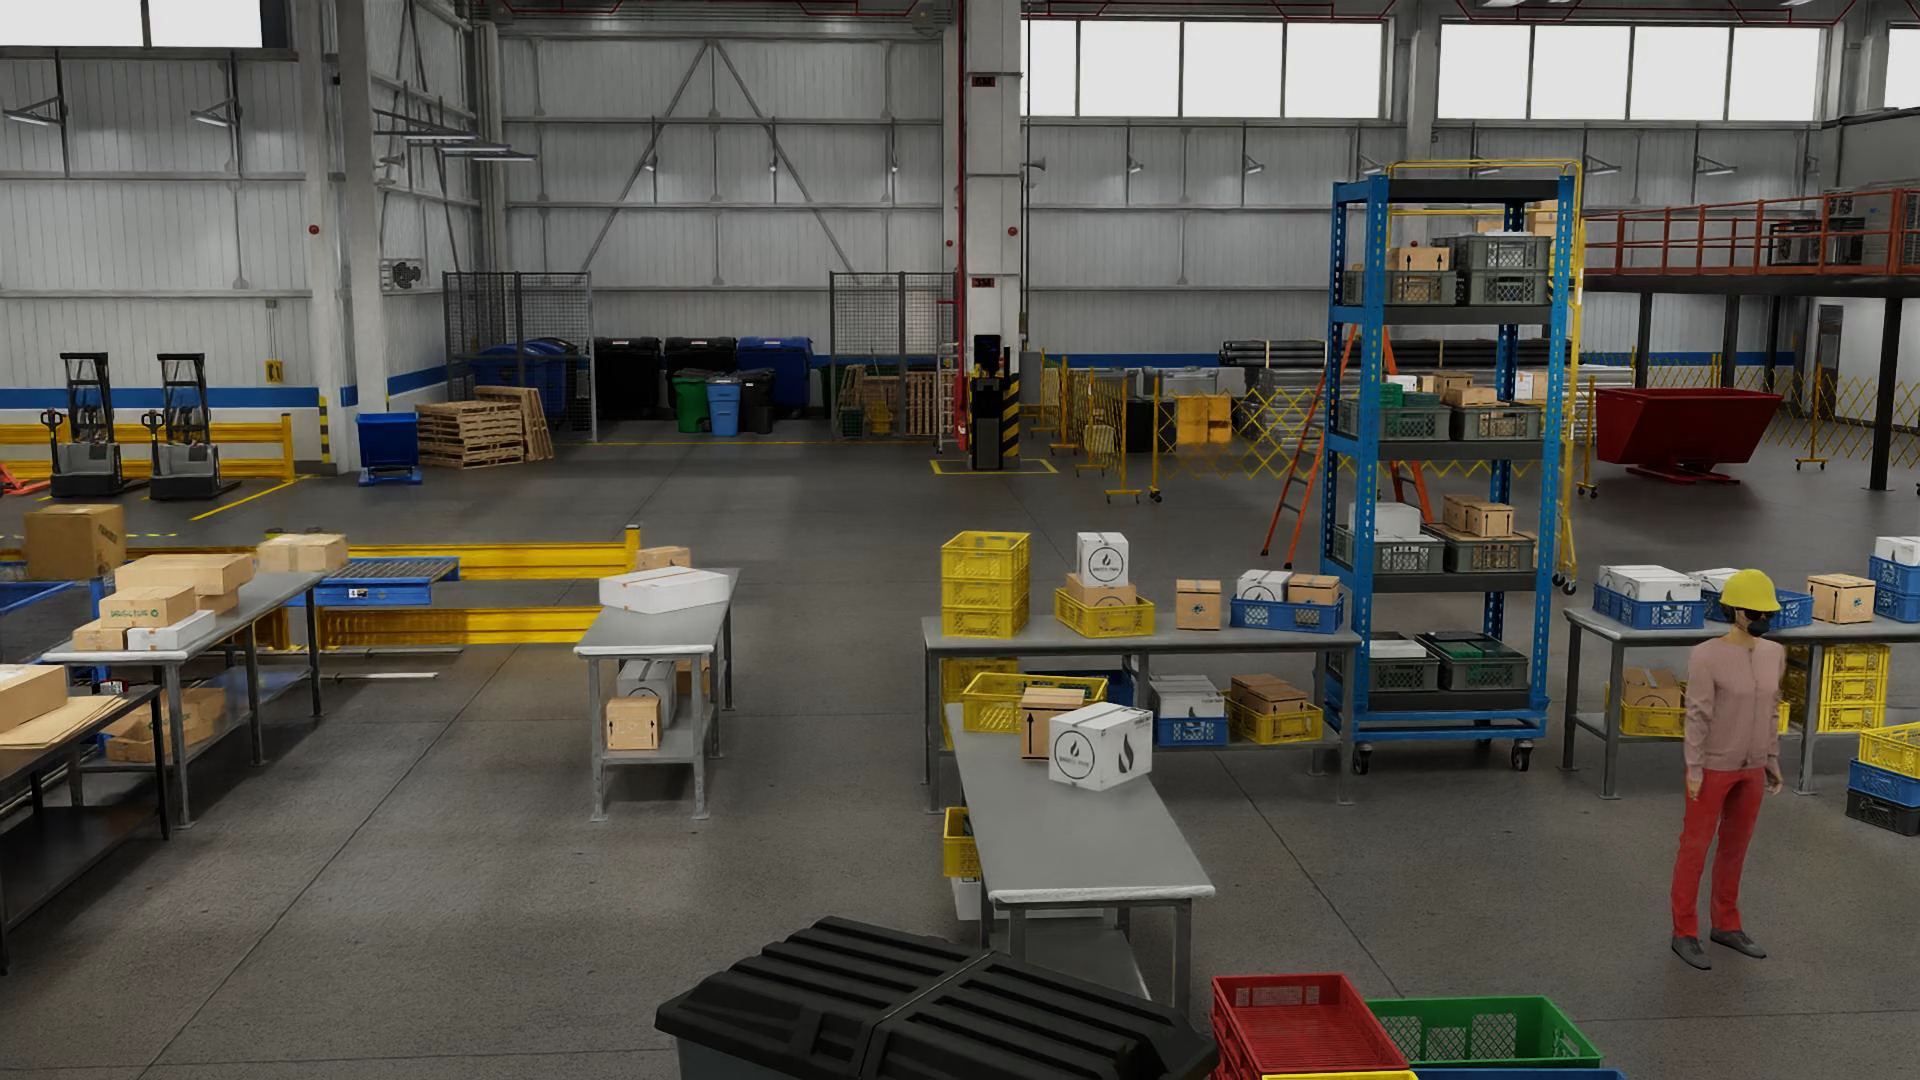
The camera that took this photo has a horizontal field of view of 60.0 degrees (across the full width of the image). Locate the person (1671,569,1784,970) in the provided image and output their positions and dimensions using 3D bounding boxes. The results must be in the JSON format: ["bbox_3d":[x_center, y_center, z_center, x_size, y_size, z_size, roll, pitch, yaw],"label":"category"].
[{"bbox_3d":[3.402,0.996,7.320,0.522,1.769,0.318,-3,10,-20],"label":"person"}]

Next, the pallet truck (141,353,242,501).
[{"bbox_3d":[-10.520,-1.604,22.925,0.823,1.965,1.885,-1,9,-6],"label":"pallet truck"}]

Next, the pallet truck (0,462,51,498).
[{"bbox_3d":[-13.193,-1.293,23.148,0.653,1.274,1.630,-1,9,-4],"label":"pallet truck"}]

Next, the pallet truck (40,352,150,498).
[{"bbox_3d":[-11.907,-1.642,23.165,0.823,1.965,1.885,0,9,0],"label":"pallet truck"}]
